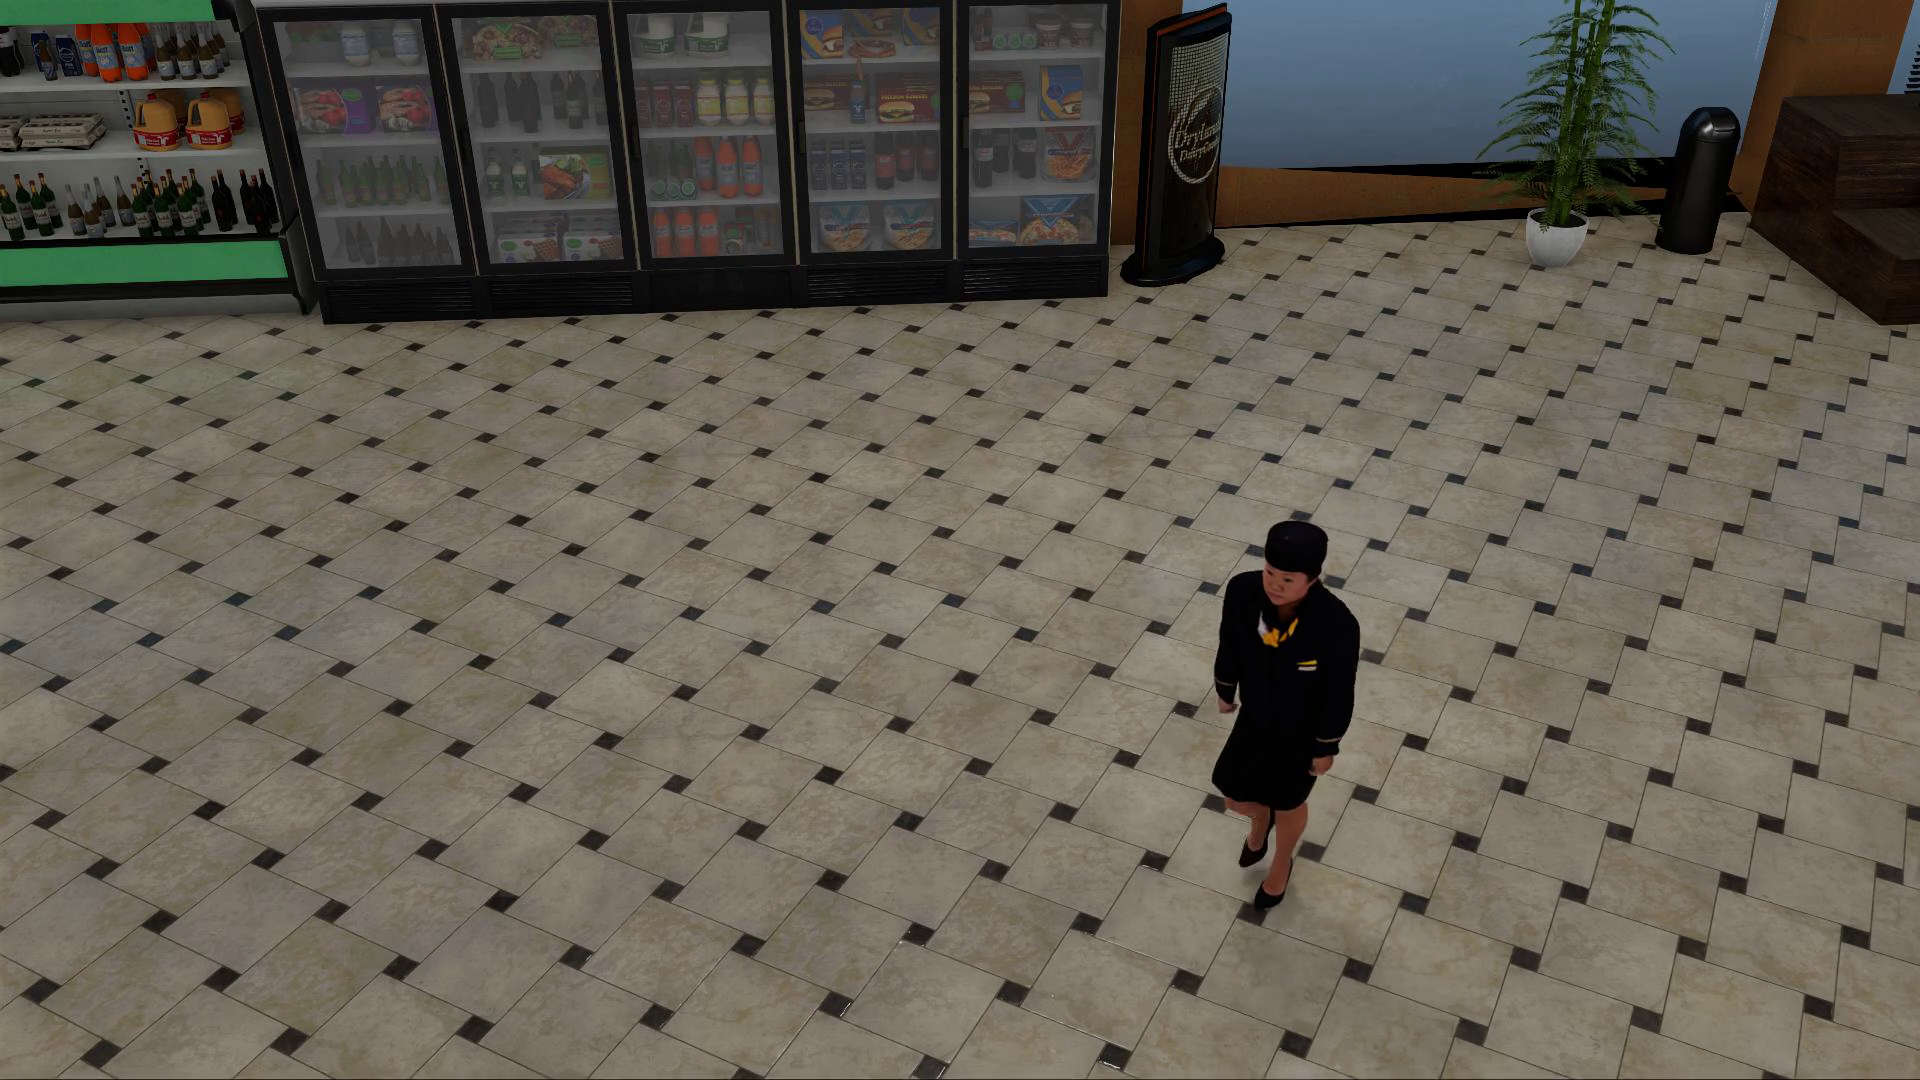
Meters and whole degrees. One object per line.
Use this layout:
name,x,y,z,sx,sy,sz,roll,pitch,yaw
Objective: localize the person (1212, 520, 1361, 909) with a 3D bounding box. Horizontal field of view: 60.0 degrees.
person,1.196,0.612,5.930,0.817,1.657,0.891,21,37,30
